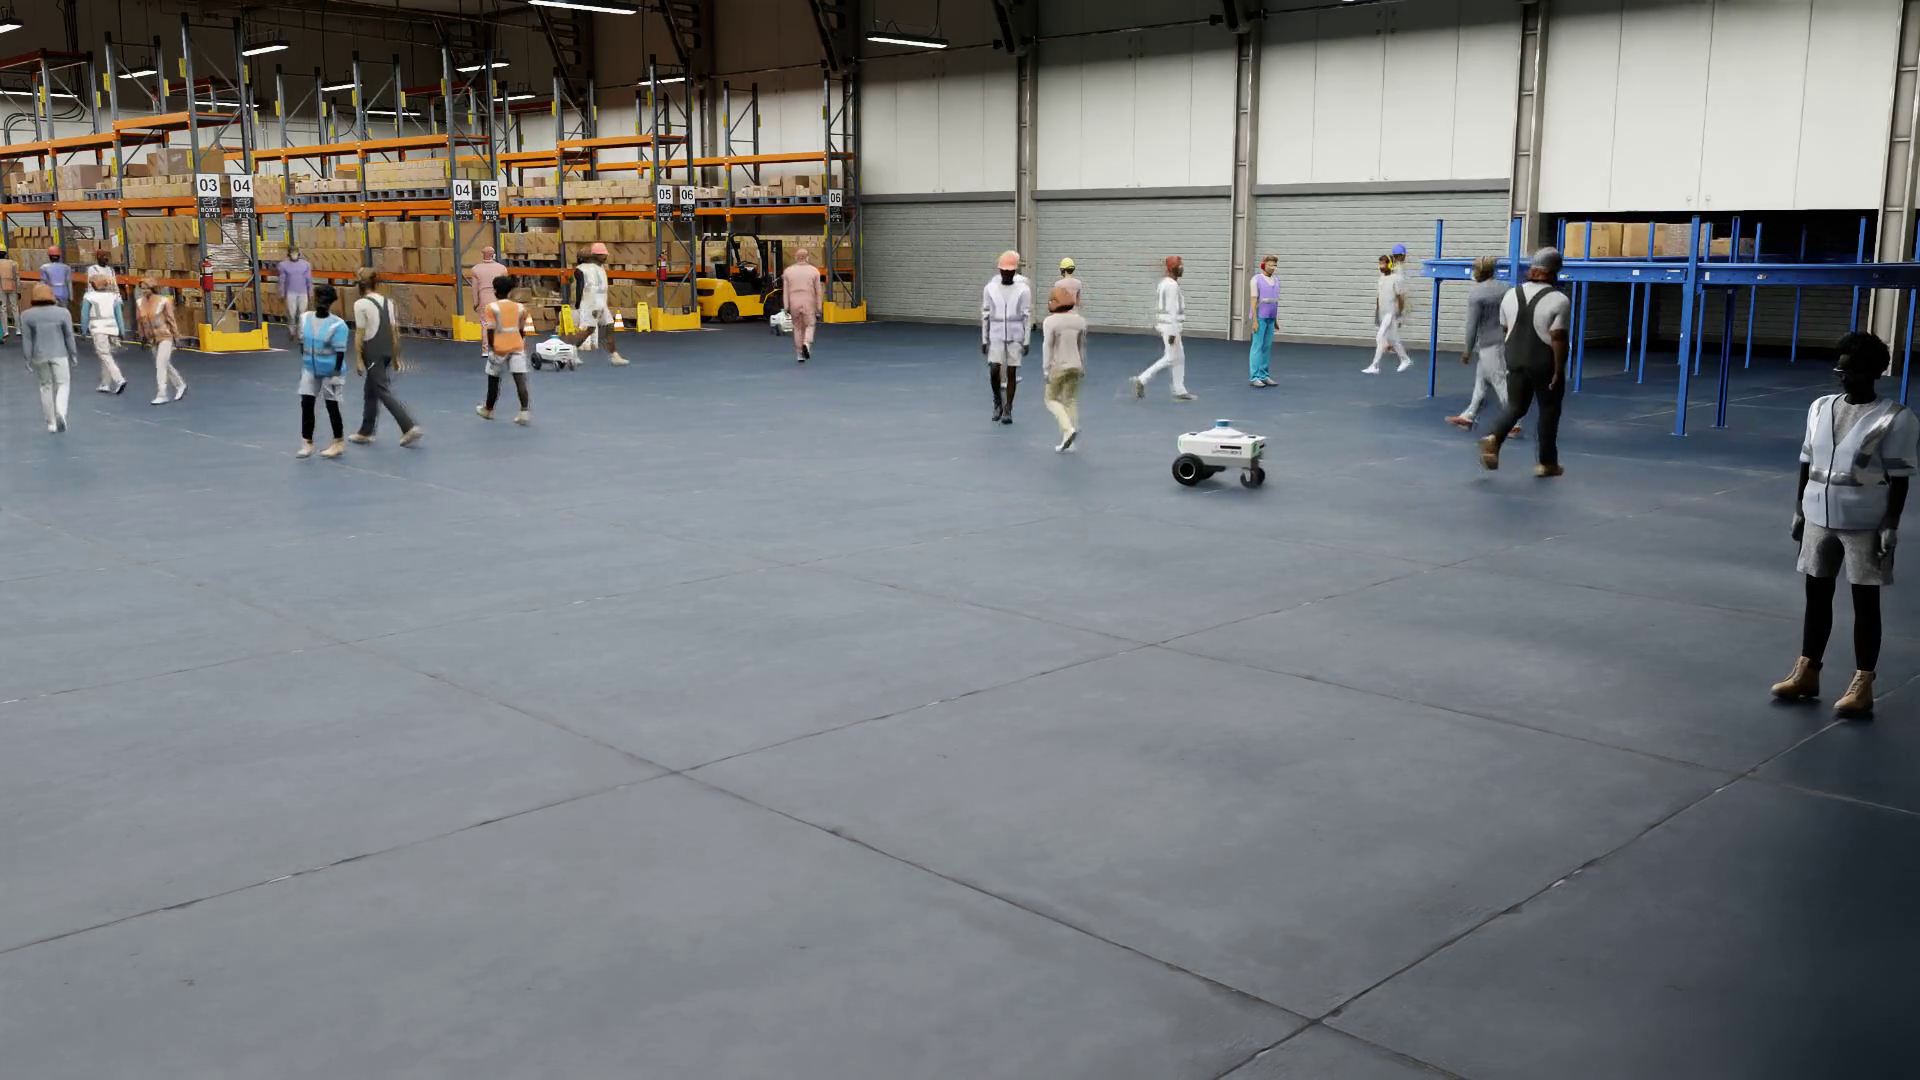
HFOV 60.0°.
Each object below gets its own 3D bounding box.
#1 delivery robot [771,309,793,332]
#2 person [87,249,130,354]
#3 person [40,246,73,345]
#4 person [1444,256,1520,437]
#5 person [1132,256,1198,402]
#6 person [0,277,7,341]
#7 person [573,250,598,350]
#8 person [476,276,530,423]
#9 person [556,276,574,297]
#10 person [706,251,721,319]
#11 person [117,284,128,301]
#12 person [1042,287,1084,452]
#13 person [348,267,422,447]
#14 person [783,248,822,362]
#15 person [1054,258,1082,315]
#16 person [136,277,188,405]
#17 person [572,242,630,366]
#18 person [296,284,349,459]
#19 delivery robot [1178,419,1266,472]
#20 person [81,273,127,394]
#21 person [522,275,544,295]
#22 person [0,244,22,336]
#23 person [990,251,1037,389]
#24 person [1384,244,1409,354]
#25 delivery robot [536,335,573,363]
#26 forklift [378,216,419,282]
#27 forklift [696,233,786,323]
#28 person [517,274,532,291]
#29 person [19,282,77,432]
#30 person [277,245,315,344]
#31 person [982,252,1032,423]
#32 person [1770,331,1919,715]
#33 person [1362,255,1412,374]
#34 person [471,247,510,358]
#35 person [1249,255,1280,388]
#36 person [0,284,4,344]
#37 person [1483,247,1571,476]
[{"bbox_3d":[-3.772,-4.681,35.466,0.477,0.478,0.707,-6,12,-28],"label":"delivery robot"},{"bbox_3d":[-15.133,-4.238,29.645,0.854,1.849,0.611,2,11,11],"label":"person"},{"bbox_3d":[-17.455,-4.732,32.194,0.544,1.916,0.784,-9,14,-40],"label":"person"},{"bbox_3d":[5.585,-2.051,17.629,0.655,1.883,0.945,-10,14,-42],"label":"person"},{"bbox_3d":[2.627,-2.677,21.142,0.781,1.861,0.578,0,10,2],"label":"person"},{"bbox_3d":[-19.285,-4.941,33.099,0.394,1.990,0.618,-3,11,-15],"label":"person"},{"bbox_3d":[-6.950,-4.450,30.835,0.429,1.842,0.630,4,11,20],"label":"person"},{"bbox_3d":[-5.162,-2.151,18.810,0.877,1.643,0.550,9,14,41],"label":"person"},{"bbox_3d":[-10.158,-6.688,43.058,0.621,1.838,0.429,-9,14,-40],"label":"person"},{"bbox_3d":[-6.166,-6.466,42.195,0.574,1.712,0.344,2,11,11],"label":"person"},{"bbox_3d":[-20.929,-6.426,41.476,0.470,1.899,0.588,5,11,23],"label":"person"},{"bbox_3d":[1.029,-1.648,16.168,0.523,1.618,0.421,-6,12,-31],"label":"person"},{"bbox_3d":[-5.840,-1.847,16.781,0.936,1.805,0.511,3,11,18],"label":"person"},{"bbox_3d":[-2.647,-3.930,27.866,0.659,1.890,0.558,1,10,3],"label":"person"},{"bbox_3d":[1.629,-3.398,25.308,0.523,1.769,0.309,-8,13,-38],"label":"person"},{"bbox_3d":[-10.120,-2.553,21.159,0.535,1.603,0.749,3,11,17],"label":"person"},{"bbox_3d":[-5.980,-3.855,27.169,1.010,2.008,0.622,1,10,8],"label":"person"},{"bbox_3d":[-6.034,-1.580,15.672,0.587,1.650,0.678,2,11,10],"label":"person"},{"bbox_3d":[2.245,-0.790,14.249,0.707,0.478,0.477,5,11,24],"label":"delivery robot"},{"bbox_3d":[-11.433,-2.766,22.301,0.794,1.606,0.508,5,12,27],"label":"person"},{"bbox_3d":[-11.610,-7.041,45.059,1.005,1.807,0.521,8,13,36],"label":"person"},{"bbox_3d":[-20.122,-5.264,35.044,0.589,1.927,0.388,-10,14,-43],"label":"person"},{"bbox_3d":[0.743,-3.065,23.168,0.600,1.882,0.939,6,12,31],"label":"person"},{"bbox_3d":[7.834,-4.326,29.862,0.384,1.951,0.605,-1,10,-5],"label":"person"},{"bbox_3d":[-6.411,-3.000,26.303,0.477,0.478,0.707,-9,13,-39],"label":"delivery robot"},{"bbox_3d":[-17.868,-9.201,54.028,1.873,2.768,1.129,-10,14,-44],"label":"forklift"},{"bbox_3d":[-5.496,-6.489,41.108,2.313,2.155,1.214,-10,14,-44],"label":"forklift"},{"bbox_3d":[-12.513,-7.636,47.957,0.546,1.935,0.366,-8,13,-37],"label":"person"},{"bbox_3d":[-9.748,-1.948,17.799,0.510,1.616,0.585,-4,11,-21],"label":"person"},{"bbox_3d":[-12.968,-4.801,32.549,0.633,1.921,0.530,-7,12,-32],"label":"person"},{"bbox_3d":[0.521,-2.271,18.746,0.574,1.915,0.486,1,10,4],"label":"person"},{"bbox_3d":[3.951,-0.079,7.410,0.319,1.693,0.533,-5,12,-28],"label":"person"},{"bbox_3d":[6.668,-3.504,25.760,0.939,1.825,0.532,-4,11,-21],"label":"person"},{"bbox_3d":[-8.157,-4.138,28.958,0.639,1.909,0.409,-2,11,-13],"label":"person"},{"bbox_3d":[4.269,-3.076,23.357,0.564,1.837,0.388,-10,14,-44],"label":"person"},{"bbox_3d":[-18.948,-4.696,32.383,0.328,1.767,0.532,10,14,42],"label":"person"},{"bbox_3d":[5.011,-1.551,14.602,0.817,2.000,0.682,-8,13,-38],"label":"person"}]
